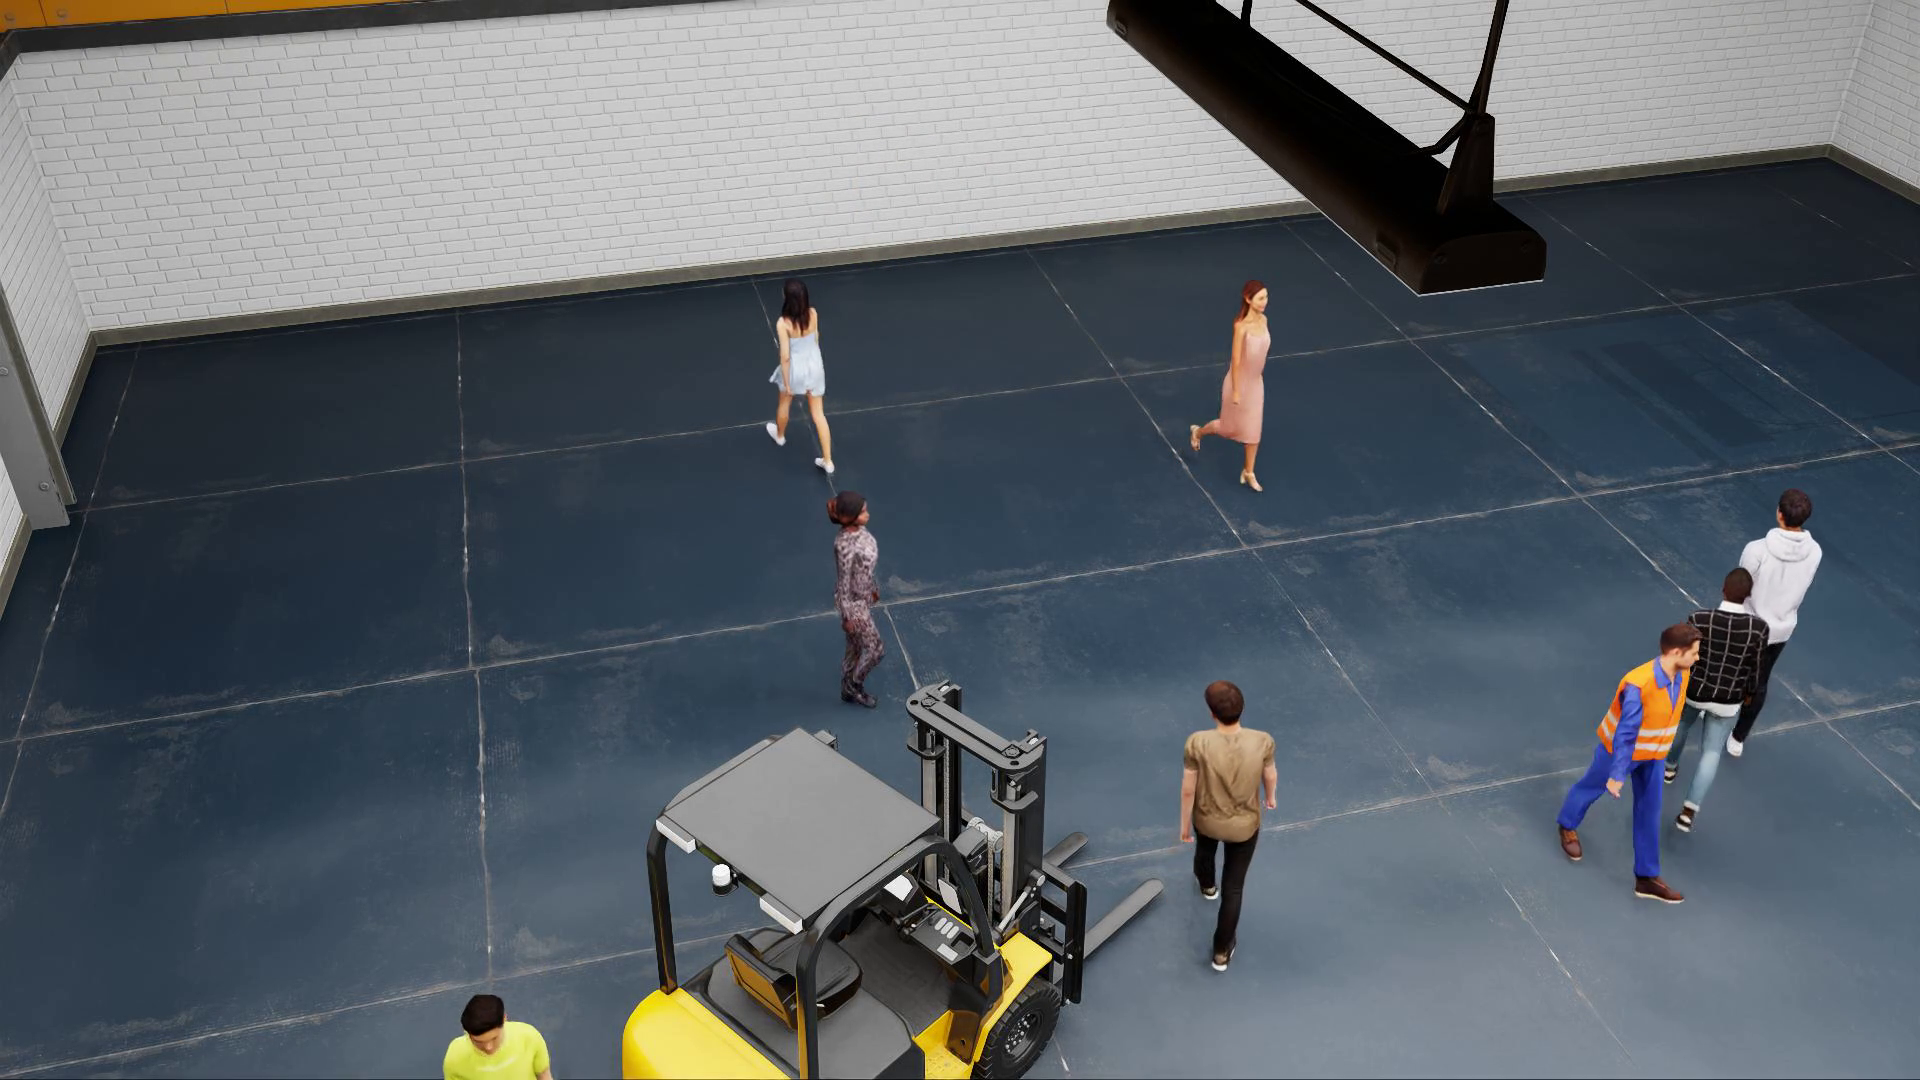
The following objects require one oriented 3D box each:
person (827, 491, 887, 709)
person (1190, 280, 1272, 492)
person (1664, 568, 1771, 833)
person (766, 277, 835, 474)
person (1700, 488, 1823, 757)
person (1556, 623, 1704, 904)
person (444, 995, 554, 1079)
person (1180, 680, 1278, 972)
[{"bbox_3d":[-0.784,0.407,11.176,0.769,1.707,0.697,7,34,11],"label":"person"},{"bbox_3d":[2.249,-1.289,13.631,0.863,1.813,1.121,-25,41,-32],"label":"person"},{"bbox_3d":[4.605,1.008,10.197,1.130,1.789,1.227,15,36,21],"label":"person"},{"bbox_3d":[-1.261,-1.347,13.836,0.838,1.682,1.187,-21,39,-29],"label":"person"},{"bbox_3d":[5.201,0.590,10.722,0.859,1.904,0.989,2,34,3],"label":"person"},{"bbox_3d":[3.926,1.212,9.871,0.908,1.811,1.186,-11,35,-16],"label":"person"},{"bbox_3d":[-2.138,2.647,7.835,0.778,1.675,1.135,-16,37,-22],"label":"person"},{"bbox_3d":[1.471,1.634,9.235,0.993,1.811,1.195,6,34,10],"label":"person"}]
